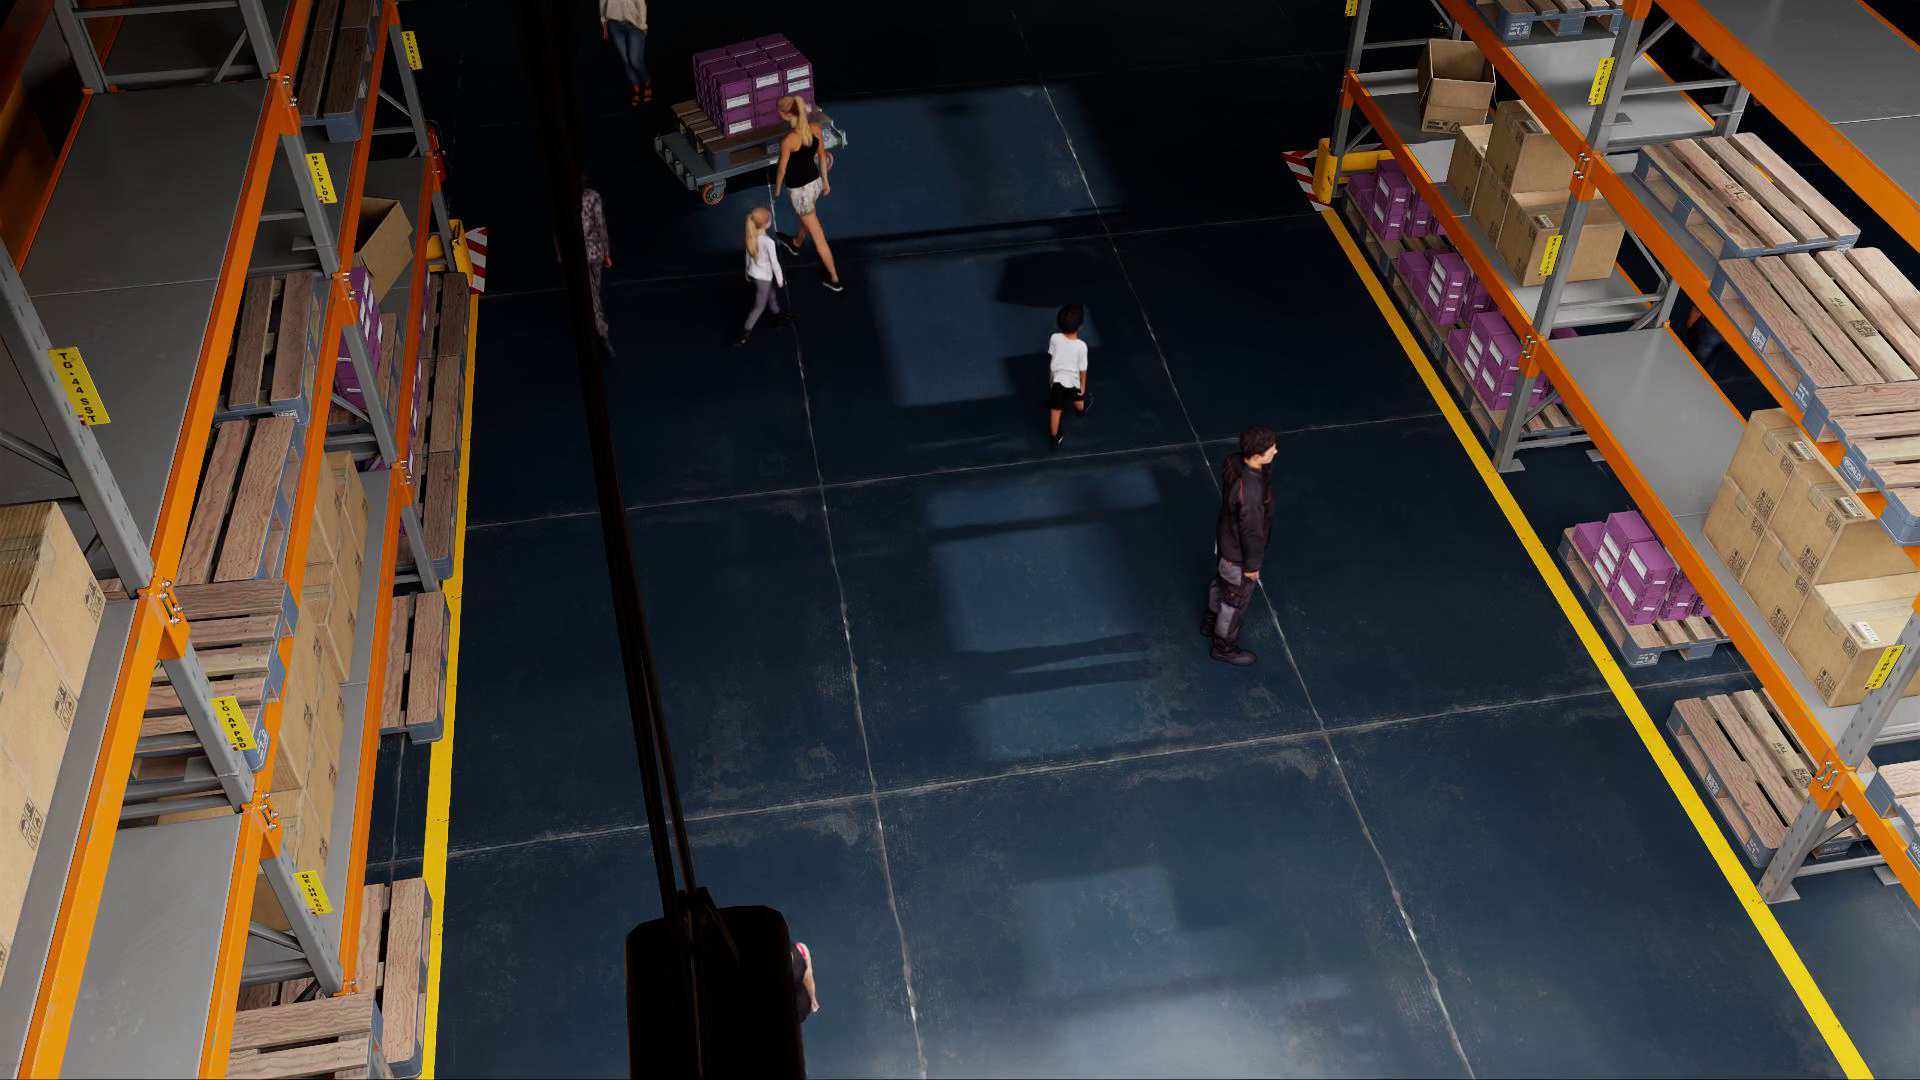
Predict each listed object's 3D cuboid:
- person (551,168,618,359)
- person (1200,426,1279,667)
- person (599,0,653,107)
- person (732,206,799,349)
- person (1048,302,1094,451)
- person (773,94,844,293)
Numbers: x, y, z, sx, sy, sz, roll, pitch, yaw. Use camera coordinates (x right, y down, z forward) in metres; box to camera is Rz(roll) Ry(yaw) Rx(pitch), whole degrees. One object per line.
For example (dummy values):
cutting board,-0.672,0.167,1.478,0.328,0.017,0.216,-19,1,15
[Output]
person,-3.015,-2.252,13.491,0.767,1.669,1.239,-16,46,-16
person,1.832,0.013,10.912,0.765,1.946,0.532,-4,44,-5
person,-3.286,-5.138,16.516,0.712,1.674,0.725,10,45,11
person,-1.684,-2.145,13.674,0.833,1.260,0.903,-30,51,-27
person,0.793,-1.225,12.733,0.789,1.226,0.917,18,46,18
person,-1.256,-2.916,14.097,1.178,1.793,1.068,33,52,29
